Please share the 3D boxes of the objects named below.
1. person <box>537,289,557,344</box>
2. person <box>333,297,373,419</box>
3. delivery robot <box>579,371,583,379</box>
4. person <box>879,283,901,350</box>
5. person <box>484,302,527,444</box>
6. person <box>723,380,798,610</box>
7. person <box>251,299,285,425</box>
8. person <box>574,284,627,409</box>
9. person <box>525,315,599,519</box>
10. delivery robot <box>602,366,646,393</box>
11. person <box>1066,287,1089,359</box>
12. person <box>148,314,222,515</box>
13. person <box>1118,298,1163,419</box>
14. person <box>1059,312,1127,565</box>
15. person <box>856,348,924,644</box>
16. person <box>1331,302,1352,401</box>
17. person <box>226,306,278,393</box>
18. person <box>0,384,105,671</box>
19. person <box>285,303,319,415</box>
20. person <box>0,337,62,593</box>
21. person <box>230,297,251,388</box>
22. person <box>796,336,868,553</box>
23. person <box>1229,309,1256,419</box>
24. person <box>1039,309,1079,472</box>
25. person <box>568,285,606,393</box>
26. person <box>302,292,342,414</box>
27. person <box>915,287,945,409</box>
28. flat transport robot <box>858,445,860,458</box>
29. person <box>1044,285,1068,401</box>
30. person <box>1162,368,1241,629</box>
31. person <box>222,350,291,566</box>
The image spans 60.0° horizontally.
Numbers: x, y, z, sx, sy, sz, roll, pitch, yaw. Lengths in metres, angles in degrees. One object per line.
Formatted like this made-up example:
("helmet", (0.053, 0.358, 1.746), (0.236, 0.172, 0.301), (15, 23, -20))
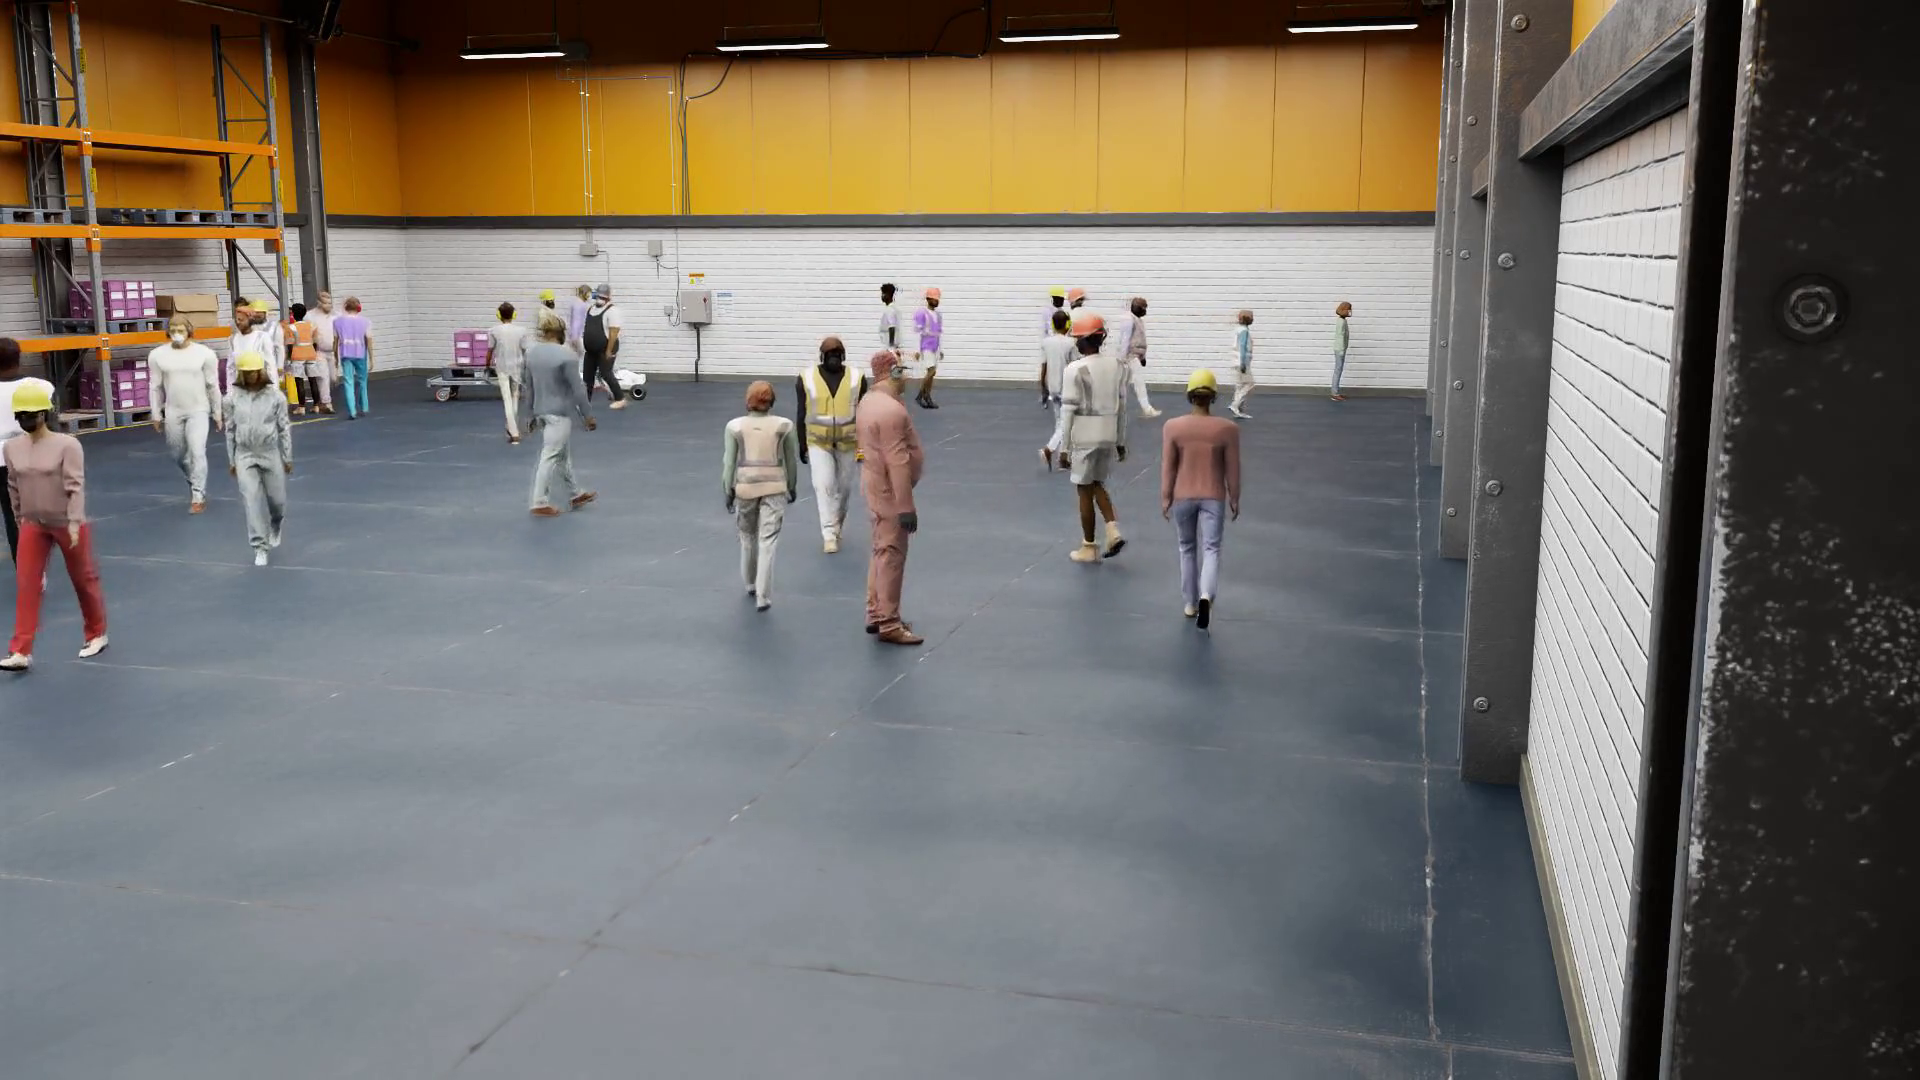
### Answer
("person", (-7.330, -3.568, 29.625), (0.442, 1.807, 0.599), (0, 10, 2))
("person", (-9.040, -2.711, 24.801), (0.591, 1.793, 0.968), (-3, 10, -14))
("delivery robot", (-6.666, -2.743, 28.221), (0.707, 0.478, 0.477), (0, 10, 2))
("person", (-1.192, -3.287, 27.643), (0.415, 1.934, 0.613), (2, 10, 9))
("person", (-5.947, -2.186, 21.760), (0.516, 1.825, 0.958), (-7, 12, -33))
("person", (-1.417, -0.340, 11.923), (0.519, 1.598, 0.842), (0, 10, -1))
("person", (-9.883, -2.494, 23.538), (0.620, 1.799, 0.772), (0, 10, 0))
("person", (-5.627, -3.067, 26.119), (0.723, 2.000, 0.686), (8, 13, 38))
("person", (-3.765, -1.178, 15.843), (0.656, 1.894, 0.983), (8, 13, 39))
("delivery robot", (-5.607, -2.659, 27.745), (0.707, 0.478, 0.477), (-2, 10, -9))
("person", (1.769, -2.711, 24.323), (0.616, 1.971, 0.859), (-9, 13, -40))
("person", (-7.485, -1.234, 16.133), (0.636, 1.917, 0.826), (-2, 10, -11))
("person", (2.645, -2.699, 24.739), (0.919, 1.784, 0.712), (3, 10, 15))
("person", (1.054, -0.802, 13.326), (0.640, 2.030, 0.437), (-7, 12, -36))
("person", (-0.449, -0.277, 10.751), (0.405, 1.895, 0.706), (-2, 10, -12))
("person", (6.355, -3.134, 27.672), (0.279, 1.622, 0.504), (2, 10, 12))
("person", (-8.187, -1.747, 19.124), (0.621, 1.866, 0.547), (3, 11, 18))
("person", (-5.535, -0.072, 10.054), (0.541, 1.727, 0.897), (0, 10, 1))
("person", (-9.983, -2.743, 25.256), (0.314, 1.698, 0.526), (7, 12, 35))
("person", (-6.992, -0.561, 12.369), (0.596, 1.895, 0.877), (-5, 11, -26))
("person", (-10.535, -2.683, 24.608), (0.482, 1.812, 0.961), (0, 10, -1))
("person", (-1.076, -0.838, 14.167), (0.633, 1.814, 0.839), (-2, 10, -9))
("person", (4.211, -2.596, 24.599), (0.369, 1.623, 0.543), (1, 10, 7))
("person", (1.127, -1.680, 18.806), (0.528, 1.850, 0.757), (8, 13, 37))
("person", (-6.512, -3.482, 28.931), (0.916, 1.875, 0.699), (-2, 10, -13))
("person", (-9.811, -2.887, 25.614), (0.830, 1.867, 0.664), (10, 14, 44))
("person", (-0.455, -3.007, 26.151), (0.467, 1.916, 0.550), (7, 12, 35))
("flat transport robot", (-1.366, -1.169, 20.381), (0.652, 0.197, 1.431), (-3, 11, -17))
("person", (1.675, -3.231, 27.437), (0.705, 1.906, 0.600), (6, 12, 33))
("person", (1.612, -0.280, 11.187), (0.530, 1.744, 0.746), (2, 10, 12))
("person", (-5.694, -0.682, 13.515), (0.490, 1.726, 0.636), (-4, 11, -22))
